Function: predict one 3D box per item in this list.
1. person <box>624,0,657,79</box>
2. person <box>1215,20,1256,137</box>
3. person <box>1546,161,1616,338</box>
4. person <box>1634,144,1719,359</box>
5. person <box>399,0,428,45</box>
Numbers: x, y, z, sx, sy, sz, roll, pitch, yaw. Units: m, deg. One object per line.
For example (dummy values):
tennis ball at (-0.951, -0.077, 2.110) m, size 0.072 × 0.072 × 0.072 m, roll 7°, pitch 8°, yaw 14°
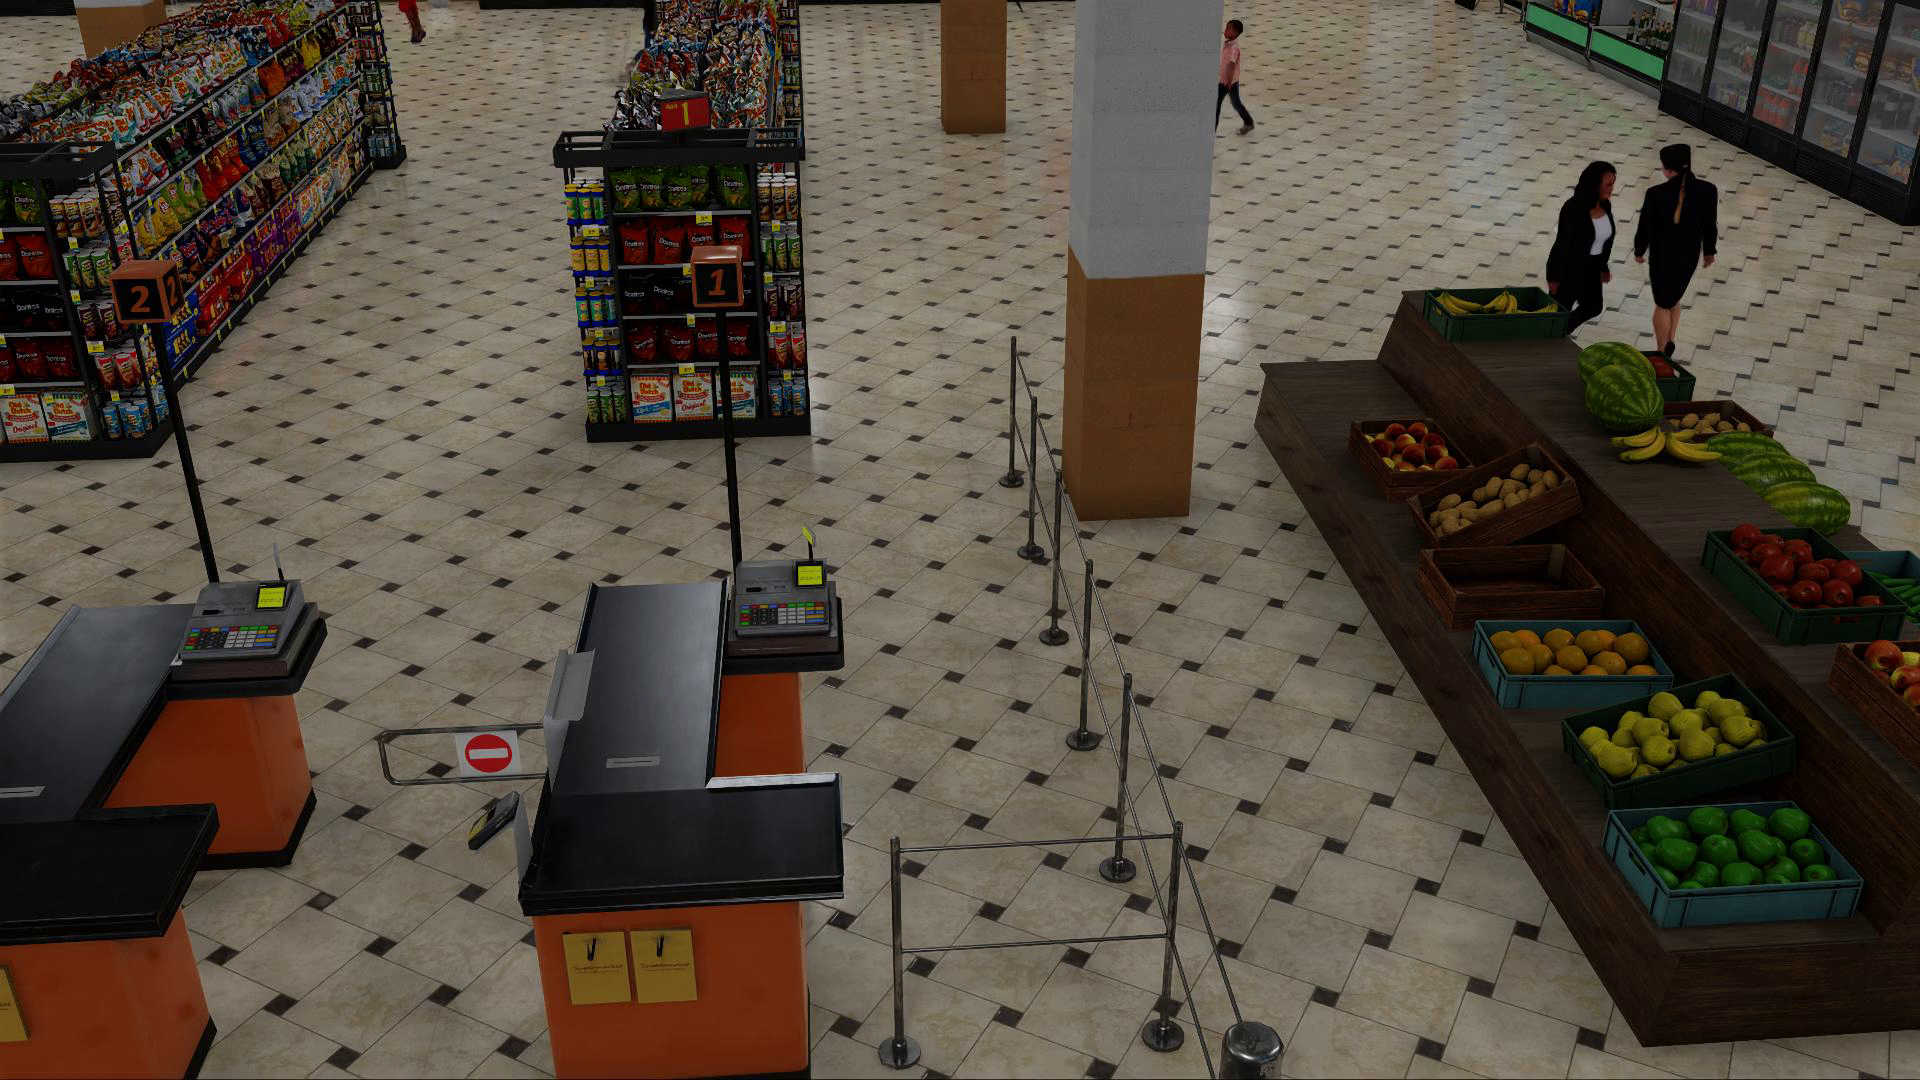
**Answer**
person at (-4.091, -6.717, 21.664) m, size 0.689 × 1.462 × 0.847 m, roll -1°, pitch 27°, yaw -3°
person at (3.132, -5.249, 18.958) m, size 0.610 × 1.292 × 0.839 m, roll -4°, pitch 27°, yaw -9°
person at (4.450, -1.988, 12.193) m, size 0.799 × 1.594 × 0.844 m, roll -18°, pitch 32°, yaw -31°
person at (5.249, -2.036, 12.226) m, size 0.782 × 1.649 × 0.717 m, roll 4°, pitch 27°, yaw 8°
person at (-7.907, -8.064, 24.022) m, size 0.743 × 1.732 × 0.807 m, roll 24°, pitch 35°, yaw 38°
